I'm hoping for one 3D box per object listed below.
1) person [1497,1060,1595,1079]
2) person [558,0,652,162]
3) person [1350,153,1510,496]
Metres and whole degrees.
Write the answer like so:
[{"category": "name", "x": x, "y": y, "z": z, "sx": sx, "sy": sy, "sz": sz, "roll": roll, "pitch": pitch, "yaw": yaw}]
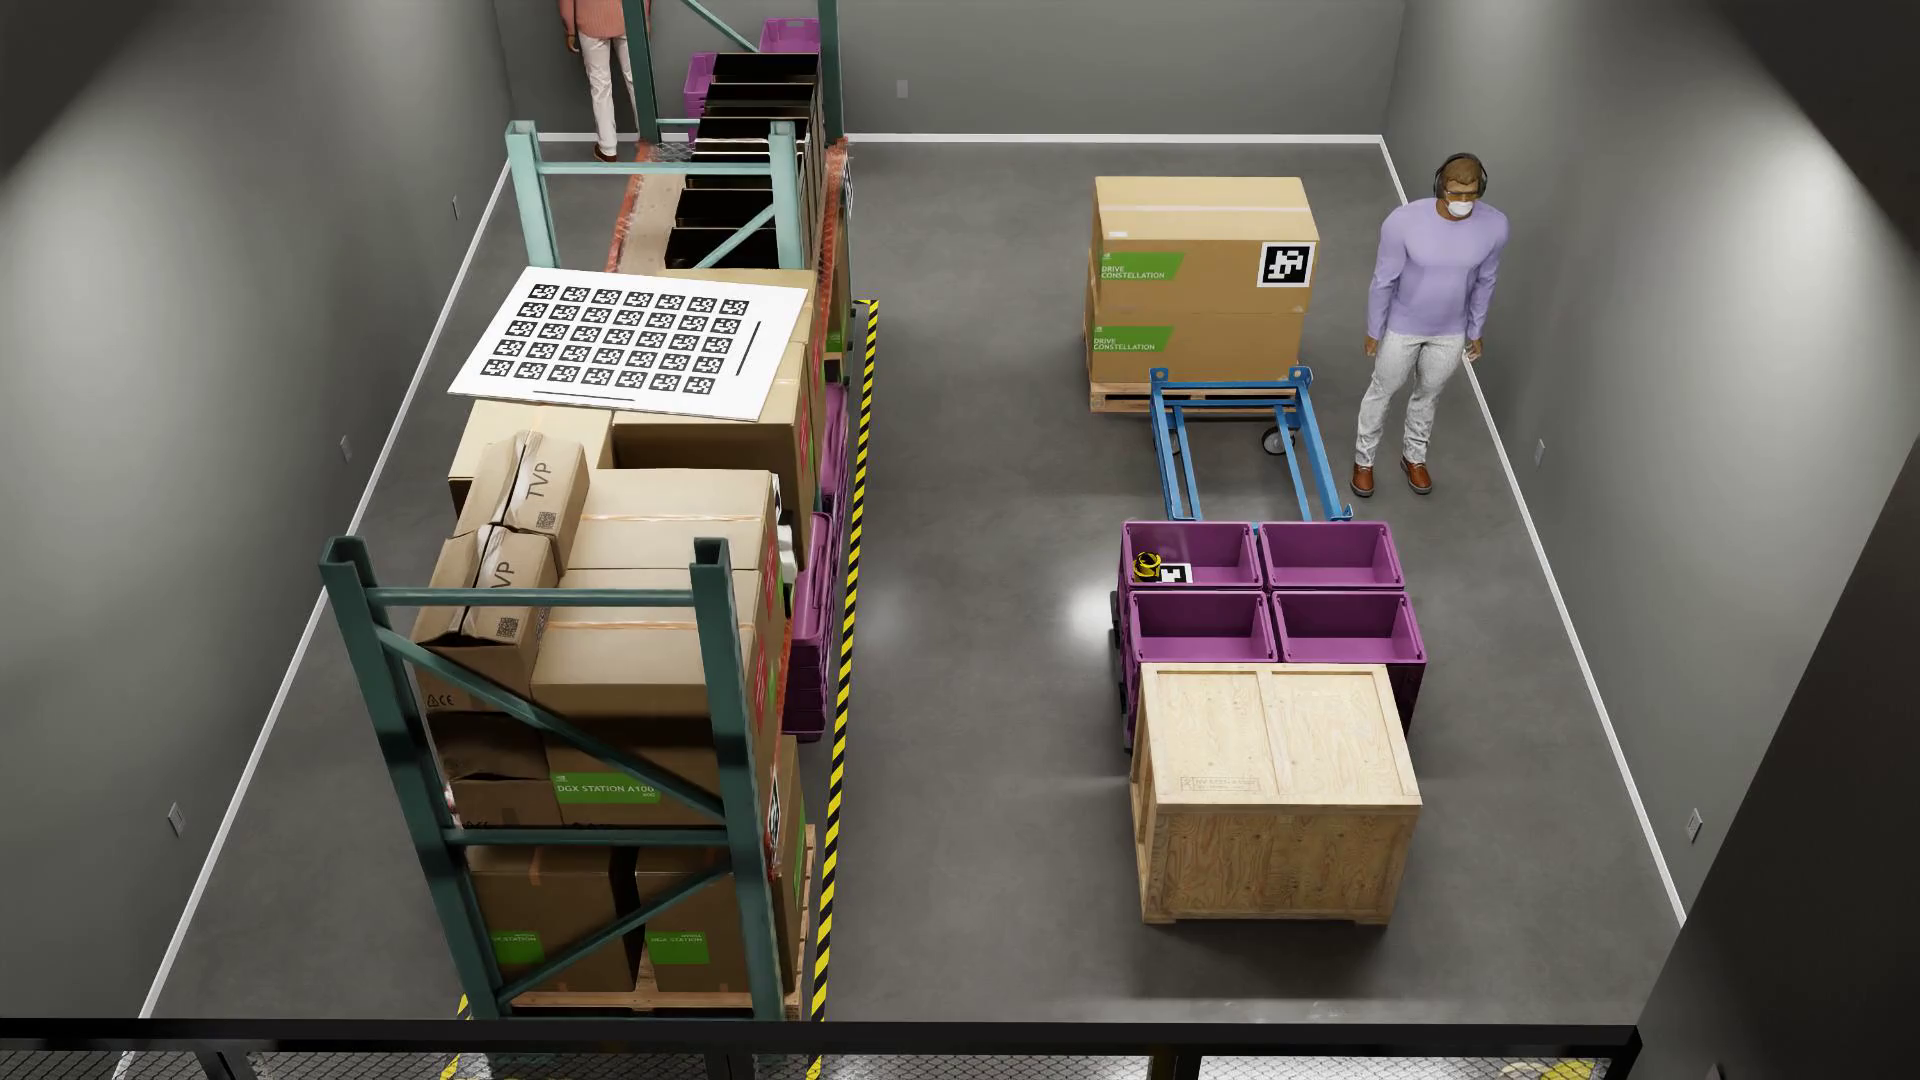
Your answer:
[{"category": "person", "x": 1.609, "y": 2.061, "z": 4.841, "sx": 0.404, "sy": 1.834, "sz": 0.591, "roll": 7, "pitch": 42, "yaw": 8}, {"category": "person", "x": -2.330, "y": -3.421, "z": 10.973, "sx": 0.611, "sy": 1.995, "sz": 0.375, "roll": -16, "pitch": 44, "yaw": -18}, {"category": "person", "x": 2.330, "y": -1.061, "z": 8.323, "sx": 0.627, "sy": 1.940, "sz": 0.369, "roll": -1, "pitch": 41, "yaw": -1}]
